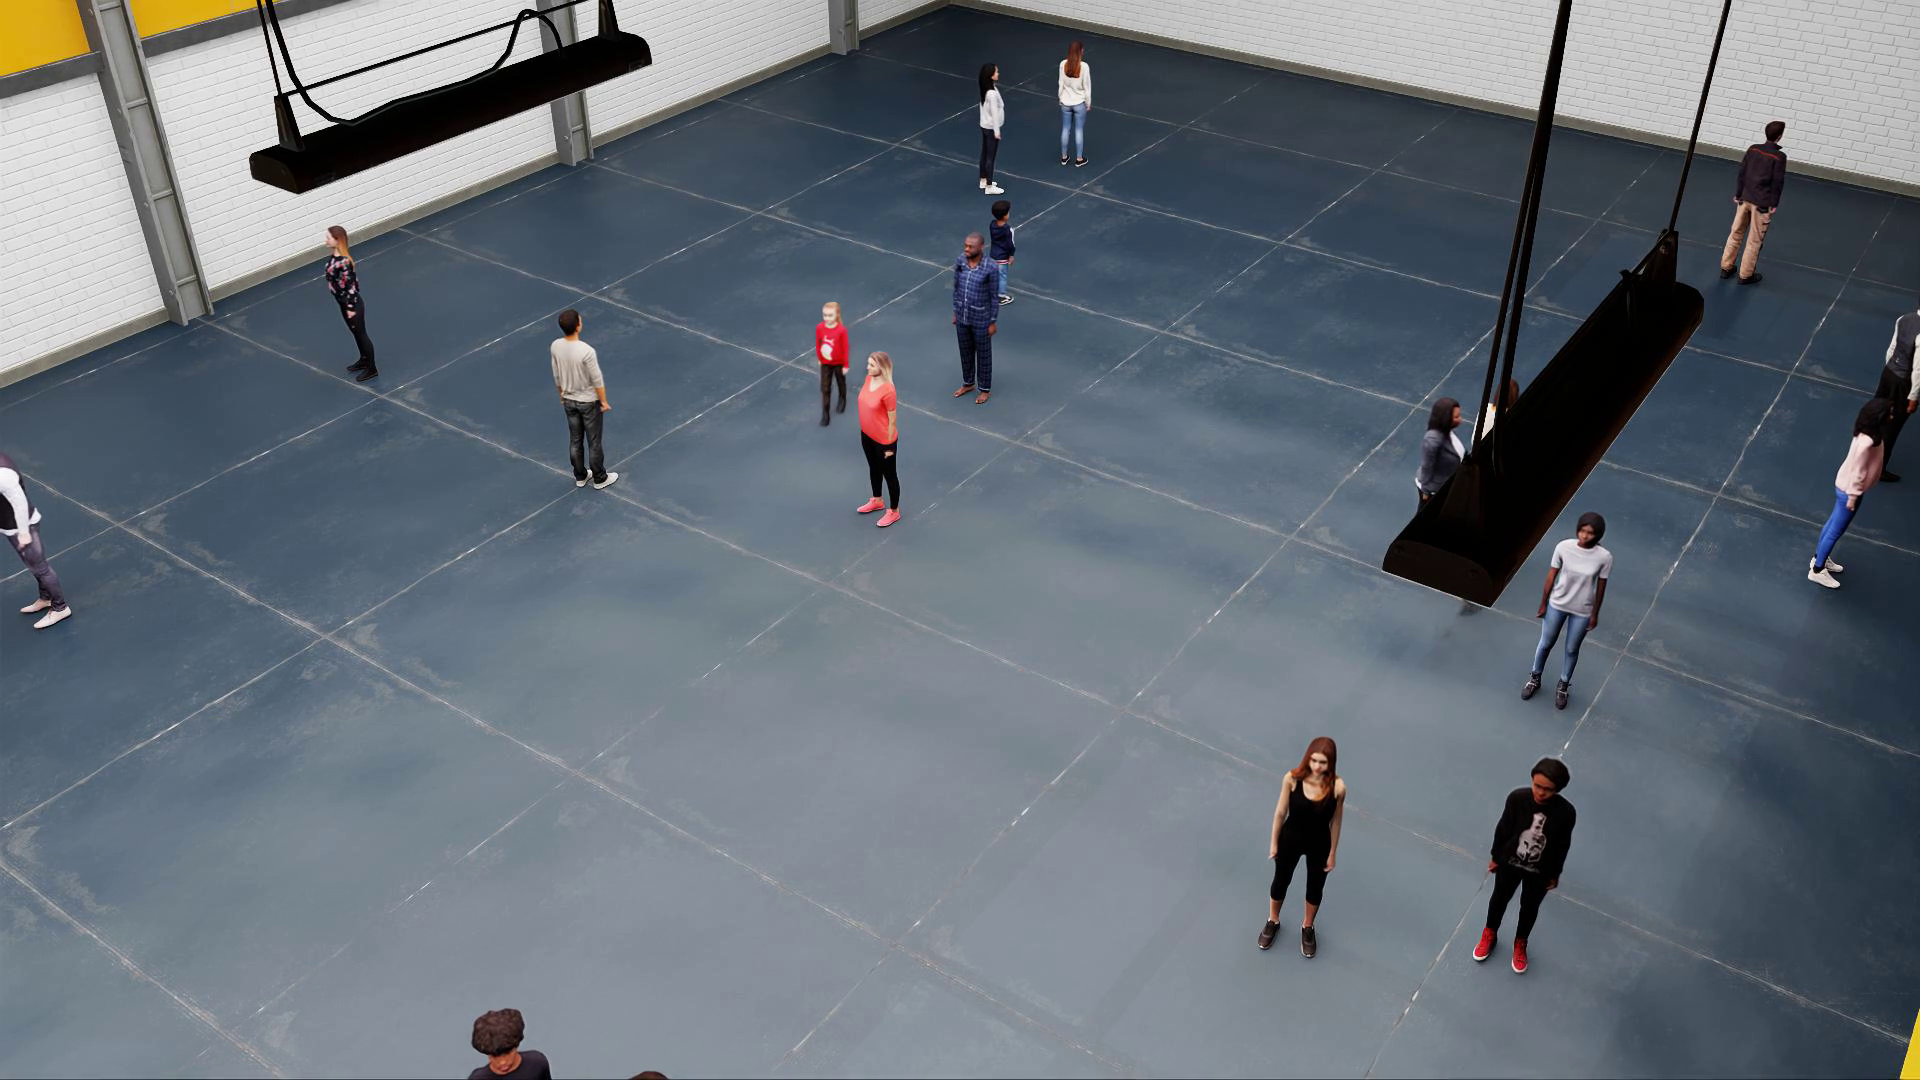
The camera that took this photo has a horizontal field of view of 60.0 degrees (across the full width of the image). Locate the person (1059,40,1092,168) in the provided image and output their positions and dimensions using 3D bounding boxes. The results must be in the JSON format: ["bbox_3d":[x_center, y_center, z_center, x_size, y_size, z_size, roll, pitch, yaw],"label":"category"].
[{"bbox_3d":[1.546,-5.899,22.459,0.648,1.692,0.594,15,36,21],"label":"person"}]

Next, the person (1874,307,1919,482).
[{"bbox_3d":[8.823,-1.473,15.596,0.842,1.919,0.743,-1,34,-2],"label":"person"}]

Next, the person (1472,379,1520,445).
[{"bbox_3d":[4.678,-0.664,14.592,0.605,1.682,0.525,22,40,30],"label":"person"}]

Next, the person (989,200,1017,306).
[{"bbox_3d":[0.457,-3.283,18.949,0.516,1.222,0.541,-28,43,-35],"label":"person"}]

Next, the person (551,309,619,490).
[{"bbox_3d":[-3.519,-1.304,15.439,0.712,1.812,0.633,12,35,17],"label":"person"}]

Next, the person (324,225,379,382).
[{"bbox_3d":[-6.355,-2.489,17.337,0.630,1.682,0.641,-19,38,-26],"label":"person"}]

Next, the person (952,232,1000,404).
[{"bbox_3d":[0.157,-2.273,16.885,0.675,1.824,0.591,20,38,27],"label":"person"}]

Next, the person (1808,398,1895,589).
[{"bbox_3d":[7.588,-0.435,14.169,0.730,1.769,0.511,17,37,24],"label":"person"}]

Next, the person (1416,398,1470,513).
[{"bbox_3d":[4.116,-0.510,14.442,0.769,1.592,0.641,15,36,21],"label":"person"}]

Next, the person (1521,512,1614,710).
[{"bbox_3d":[4.683,0.529,12.763,0.616,1.719,0.552,16,37,22],"label":"person"}]

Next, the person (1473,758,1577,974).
[{"bbox_3d":[3.594,2.037,10.536,0.632,1.674,0.565,14,36,21],"label":"person"}]

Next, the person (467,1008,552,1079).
[{"bbox_3d":[-2.322,3.136,8.769,0.669,1.799,0.759,-15,36,-21],"label":"person"}]

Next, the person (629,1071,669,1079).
[{"bbox_3d":[-1.479,3.326,8.434,0.763,1.854,0.716,-7,34,-10],"label":"person"}]

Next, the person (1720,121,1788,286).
[{"bbox_3d":[9.225,-3.920,19.272,0.733,1.924,0.774,-21,39,-28],"label":"person"}]

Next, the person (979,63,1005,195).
[{"bbox_3d":[0.385,-5.372,21.660,0.747,1.700,0.710,-10,35,-14],"label":"person"}]

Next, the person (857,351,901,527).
[{"bbox_3d":[-0.714,-0.934,14.987,0.622,1.694,0.650,-23,40,-31],"label":"person"}]

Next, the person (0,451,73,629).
[{"bbox_3d":[-7.721,-0.119,13.645,0.696,1.823,0.748,-25,41,-33],"label":"person"}]

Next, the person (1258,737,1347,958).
[{"bbox_3d":[2.214,1.937,10.640,0.631,1.726,0.611,9,35,13],"label":"person"}]

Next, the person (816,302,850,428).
[{"bbox_3d":[-1.252,-1.808,16.703,0.748,1.251,0.962,6,34,8],"label":"person"}]
